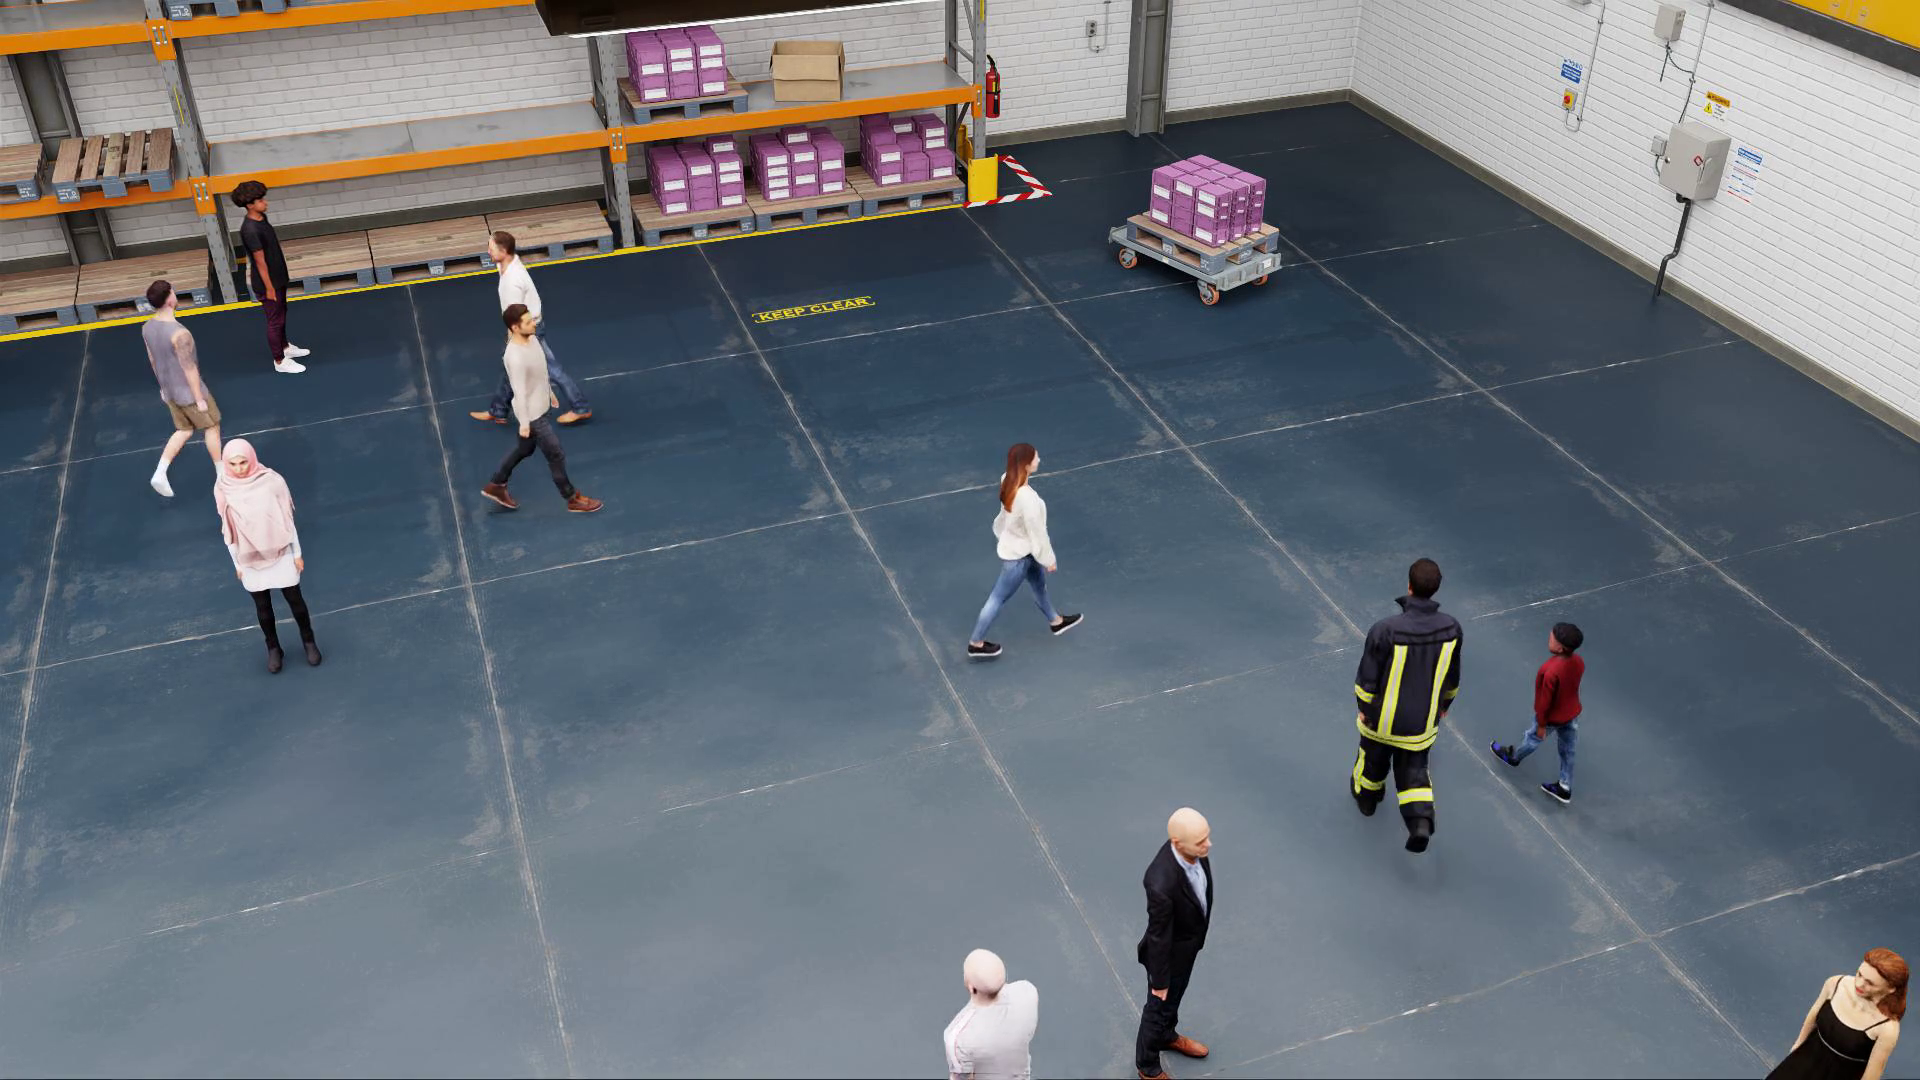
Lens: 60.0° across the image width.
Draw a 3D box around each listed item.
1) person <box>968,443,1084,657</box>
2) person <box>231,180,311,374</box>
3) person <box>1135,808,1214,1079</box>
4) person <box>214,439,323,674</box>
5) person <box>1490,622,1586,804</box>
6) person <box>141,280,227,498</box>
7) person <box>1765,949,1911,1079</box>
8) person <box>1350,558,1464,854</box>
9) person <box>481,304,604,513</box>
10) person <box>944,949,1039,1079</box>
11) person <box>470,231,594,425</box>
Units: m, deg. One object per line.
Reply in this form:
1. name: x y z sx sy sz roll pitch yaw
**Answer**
1. person: 0.322 0.130 11.386 1.137 1.638 0.720 -7 34 -11
2. person: -6.267 -2.407 15.074 0.594 1.781 0.658 -6 34 -9
3. person: 1.077 2.035 8.374 0.829 1.800 0.749 17 37 24
4. person: -4.709 0.101 11.284 0.504 1.800 0.673 -10 35 -15
5. person: 3.754 1.102 10.297 0.808 1.225 0.659 -19 38 -27
6. person: -6.217 -1.152 13.203 1.037 1.828 1.119 15 37 22
7. person: 4.185 2.496 7.852 0.770 1.610 0.634 -15 36 -21
8. person: 2.645 1.014 9.817 1.112 1.903 0.987 -4 34 -7
9. person: -3.400 -0.992 12.897 1.248 1.835 0.864 -4 34 -5
10. person: 0.197 2.572 7.559 1.100 1.808 0.883 -21 39 -29
11. person: -3.559 -1.751 14.077 1.262 1.792 0.723 -9 35 -13
